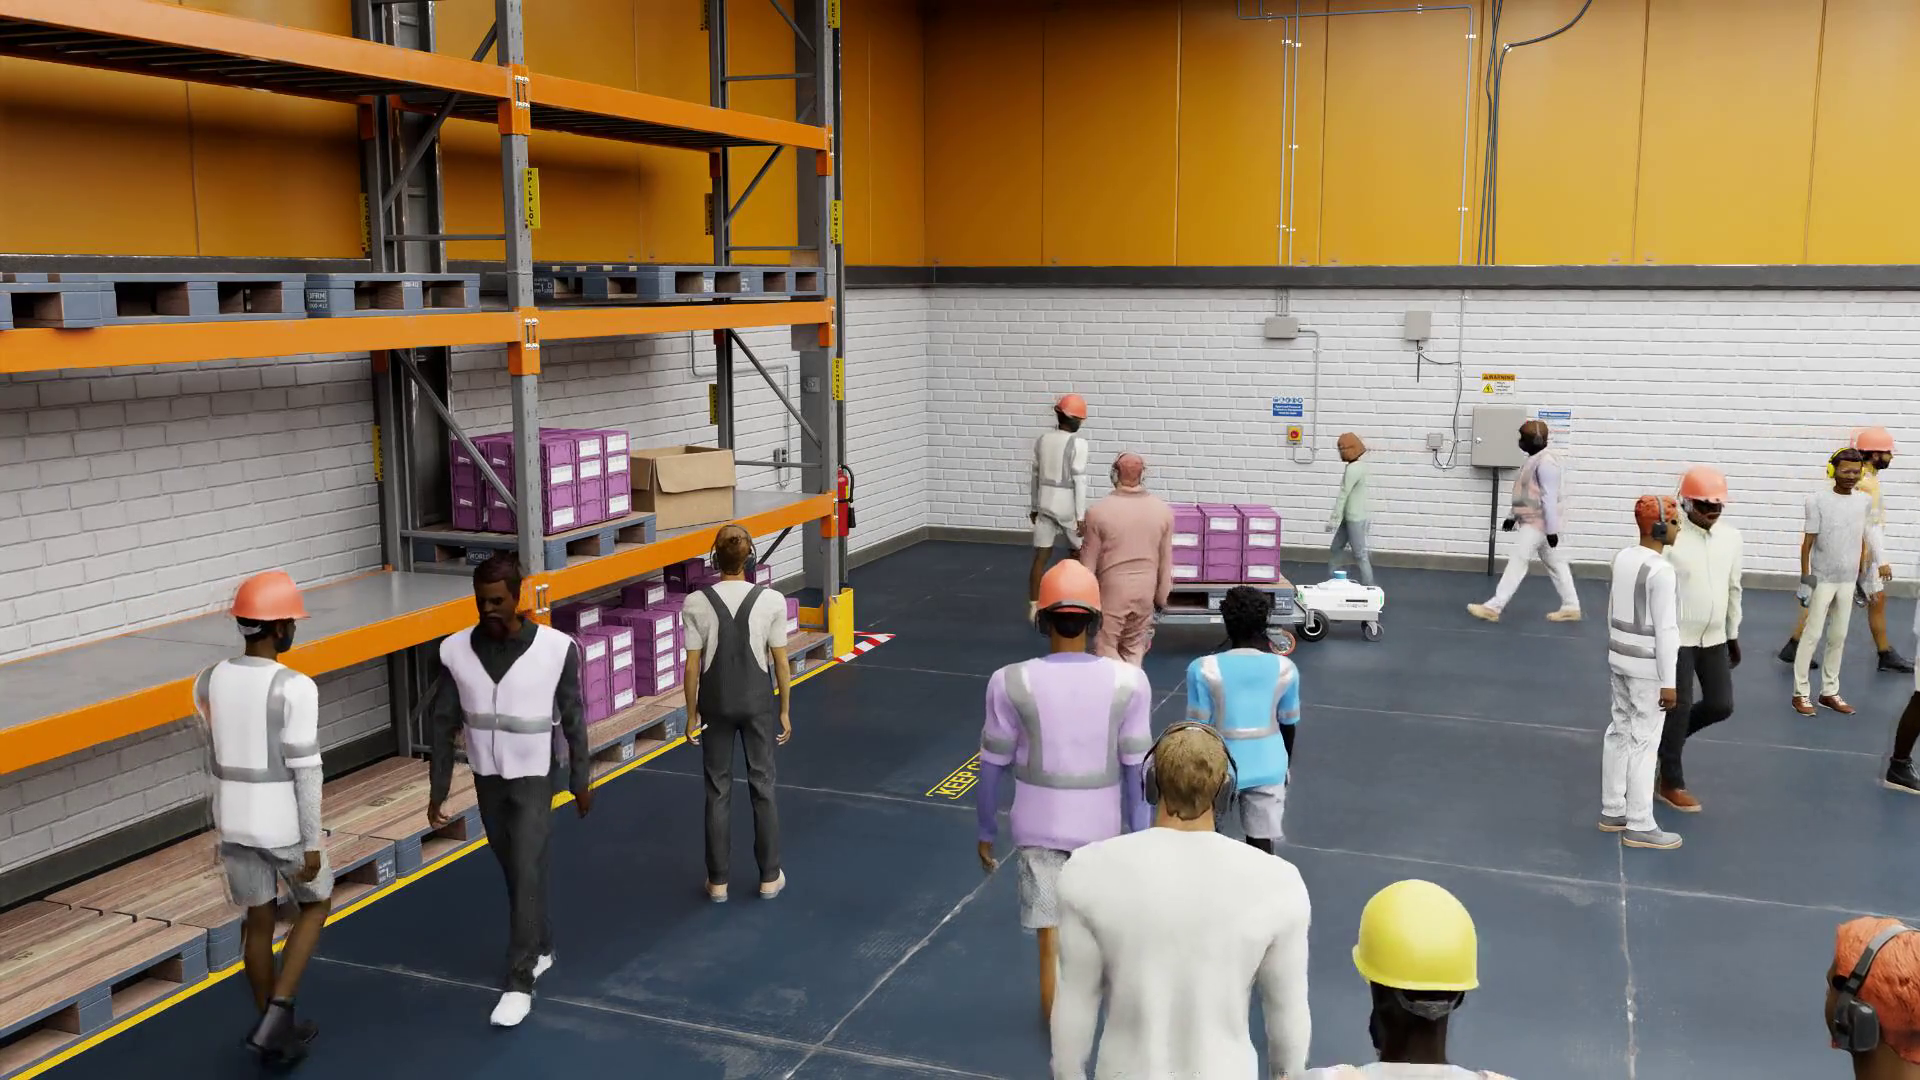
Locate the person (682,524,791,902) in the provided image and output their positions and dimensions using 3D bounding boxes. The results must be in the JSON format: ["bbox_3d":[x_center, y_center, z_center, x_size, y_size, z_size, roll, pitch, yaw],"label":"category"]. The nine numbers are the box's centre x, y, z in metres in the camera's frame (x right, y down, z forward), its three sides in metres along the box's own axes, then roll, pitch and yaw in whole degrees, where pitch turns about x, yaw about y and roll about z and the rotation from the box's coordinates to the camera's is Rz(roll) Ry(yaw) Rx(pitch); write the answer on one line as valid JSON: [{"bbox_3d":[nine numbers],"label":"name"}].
[{"bbox_3d":[-1.080,0.838,8.068,0.516,1.843,0.325,-1,9,-7],"label":"person"}]

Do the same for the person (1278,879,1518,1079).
[{"bbox_3d":[0.825,1.591,3.122,0.609,1.913,0.584,0,9,-3],"label":"person"}]

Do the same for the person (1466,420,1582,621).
[{"bbox_3d":[4.998,-0.152,14.503,0.997,1.789,0.630,2,9,14],"label":"person"}]

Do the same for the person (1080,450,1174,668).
[{"bbox_3d":[1.106,0.355,10.967,0.654,1.882,0.687,-3,10,-20],"label":"person"}]

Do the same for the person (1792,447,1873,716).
[{"bbox_3d":[6.035,0.286,11.475,0.528,1.865,0.313,-2,9,-10],"label":"person"}]

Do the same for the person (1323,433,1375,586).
[{"bbox_3d":[3.477,-0.178,15.226,0.769,1.600,0.493,2,9,15],"label":"person"}]

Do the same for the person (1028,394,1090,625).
[{"bbox_3d":[0.899,-0.276,14.541,0.750,1.998,0.848,9,13,43],"label":"person"}]

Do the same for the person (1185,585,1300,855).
[{"bbox_3d":[1.228,1.020,7.456,0.548,1.670,0.693,-1,9,-7],"label":"person"}]

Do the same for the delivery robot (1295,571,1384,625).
[{"bbox_3d":[3.174,0.504,13.911,0.707,0.478,0.477,1,9,6],"label":"delivery robot"}]

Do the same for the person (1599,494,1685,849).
[{"bbox_3d":[3.650,0.692,8.867,0.355,1.883,0.575,-1,9,-6],"label":"person"}]

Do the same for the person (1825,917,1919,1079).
[{"bbox_3d":[1.676,1.613,3.081,0.574,1.883,0.360,-4,10,-25],"label":"person"}]

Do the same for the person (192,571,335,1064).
[{"bbox_3d":[-2.647,1.075,6.374,0.538,1.916,0.461,2,9,13],"label":"person"}]

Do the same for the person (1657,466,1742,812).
[{"bbox_3d":[4.143,0.542,9.509,0.637,1.975,0.559,-3,9,-16],"label":"person"}]

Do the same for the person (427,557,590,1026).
[{"bbox_3d":[-1.891,1.013,6.831,0.620,1.880,0.876,1,9,8],"label":"person"}]

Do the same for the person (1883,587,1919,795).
[{"bbox_3d":[5.829,0.568,9.512,0.898,1.916,0.636,8,12,40],"label":"person"}]

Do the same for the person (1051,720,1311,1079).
[{"bbox_3d":[0.568,1.402,4.290,0.655,1.916,0.582,1,9,8],"label":"person"}]

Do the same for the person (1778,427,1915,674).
[{"bbox_3d":[6.810,0.084,12.676,0.998,1.899,0.540,4,10,22],"label":"person"}]

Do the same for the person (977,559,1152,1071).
[{"bbox_3d":[0.382,1.061,6.229,0.628,1.989,1.042,-1,9,-6],"label":"person"}]
